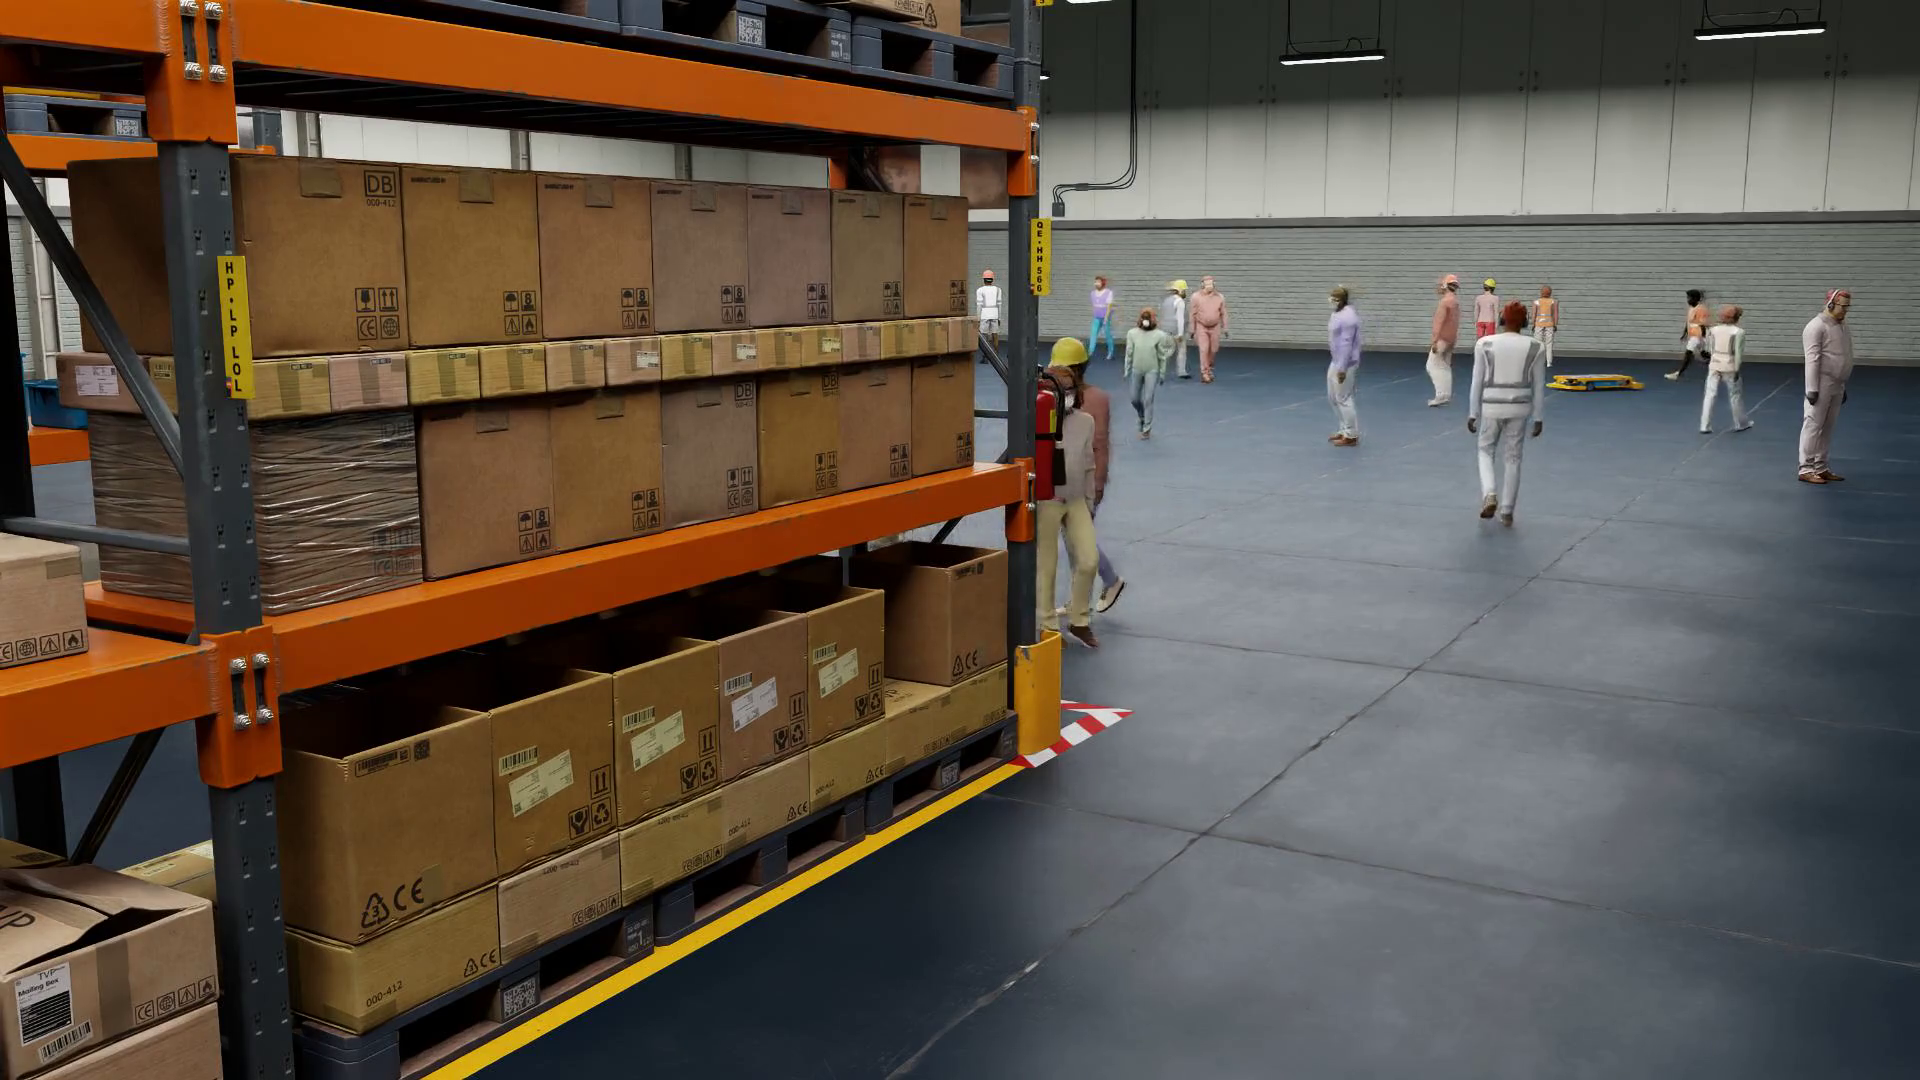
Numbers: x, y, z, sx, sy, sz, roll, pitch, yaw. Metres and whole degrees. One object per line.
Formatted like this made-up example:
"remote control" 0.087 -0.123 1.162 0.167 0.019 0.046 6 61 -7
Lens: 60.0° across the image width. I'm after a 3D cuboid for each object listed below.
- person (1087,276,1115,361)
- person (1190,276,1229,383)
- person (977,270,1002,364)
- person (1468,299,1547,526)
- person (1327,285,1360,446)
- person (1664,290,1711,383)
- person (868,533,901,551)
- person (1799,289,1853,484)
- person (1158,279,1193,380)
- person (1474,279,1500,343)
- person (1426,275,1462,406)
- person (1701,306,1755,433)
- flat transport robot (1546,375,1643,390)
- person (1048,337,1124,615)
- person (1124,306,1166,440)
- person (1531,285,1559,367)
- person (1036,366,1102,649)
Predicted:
"person" 3.016 -4.720 35.494 0.571 1.799 0.959 7 12 37
"person" 4.407 -3.730 29.450 0.672 1.880 0.544 -1 10 -8
"person" 0.587 -4.611 34.433 0.546 1.939 0.375 -3 10 -19
"person" 4.537 -1.054 13.804 0.609 1.868 0.420 3 10 15
"person" 4.474 -2.032 19.454 0.481 1.897 0.655 0 10 -3
"person" 12.932 -3.565 29.195 0.954 1.632 0.521 2 10 14
"person" -0.459 -0.268 9.350 0.432 1.823 0.653 9 13 42
"person" 8.555 -1.510 16.389 0.639 1.903 0.409 -7 12 -36
"person" 3.849 -3.773 29.876 0.650 1.818 0.600 -3 10 -17
"person" 10.595 -4.354 33.431 0.330 1.767 0.528 -9 13 -43
"person" 7.212 -2.944 24.676 0.418 1.951 0.715 9 13 42
"person" 9.678 -2.139 20.954 0.841 1.595 0.529 -6 11 -30
"flat transport robot" 10.601 -2.641 27.777 1.431 0.197 0.652 -3 10 -16
"person" 0.745 -0.369 10.186 0.487 1.739 0.541 -7 12 -34
"person" 2.279 -2.052 20.372 0.517 1.618 0.501 4 10 20
"person" 11.708 -4.272 33.313 0.515 1.645 0.308 3 10 18
"person" 0.596 -0.167 9.350 0.515 1.610 0.508 -5 11 -27
